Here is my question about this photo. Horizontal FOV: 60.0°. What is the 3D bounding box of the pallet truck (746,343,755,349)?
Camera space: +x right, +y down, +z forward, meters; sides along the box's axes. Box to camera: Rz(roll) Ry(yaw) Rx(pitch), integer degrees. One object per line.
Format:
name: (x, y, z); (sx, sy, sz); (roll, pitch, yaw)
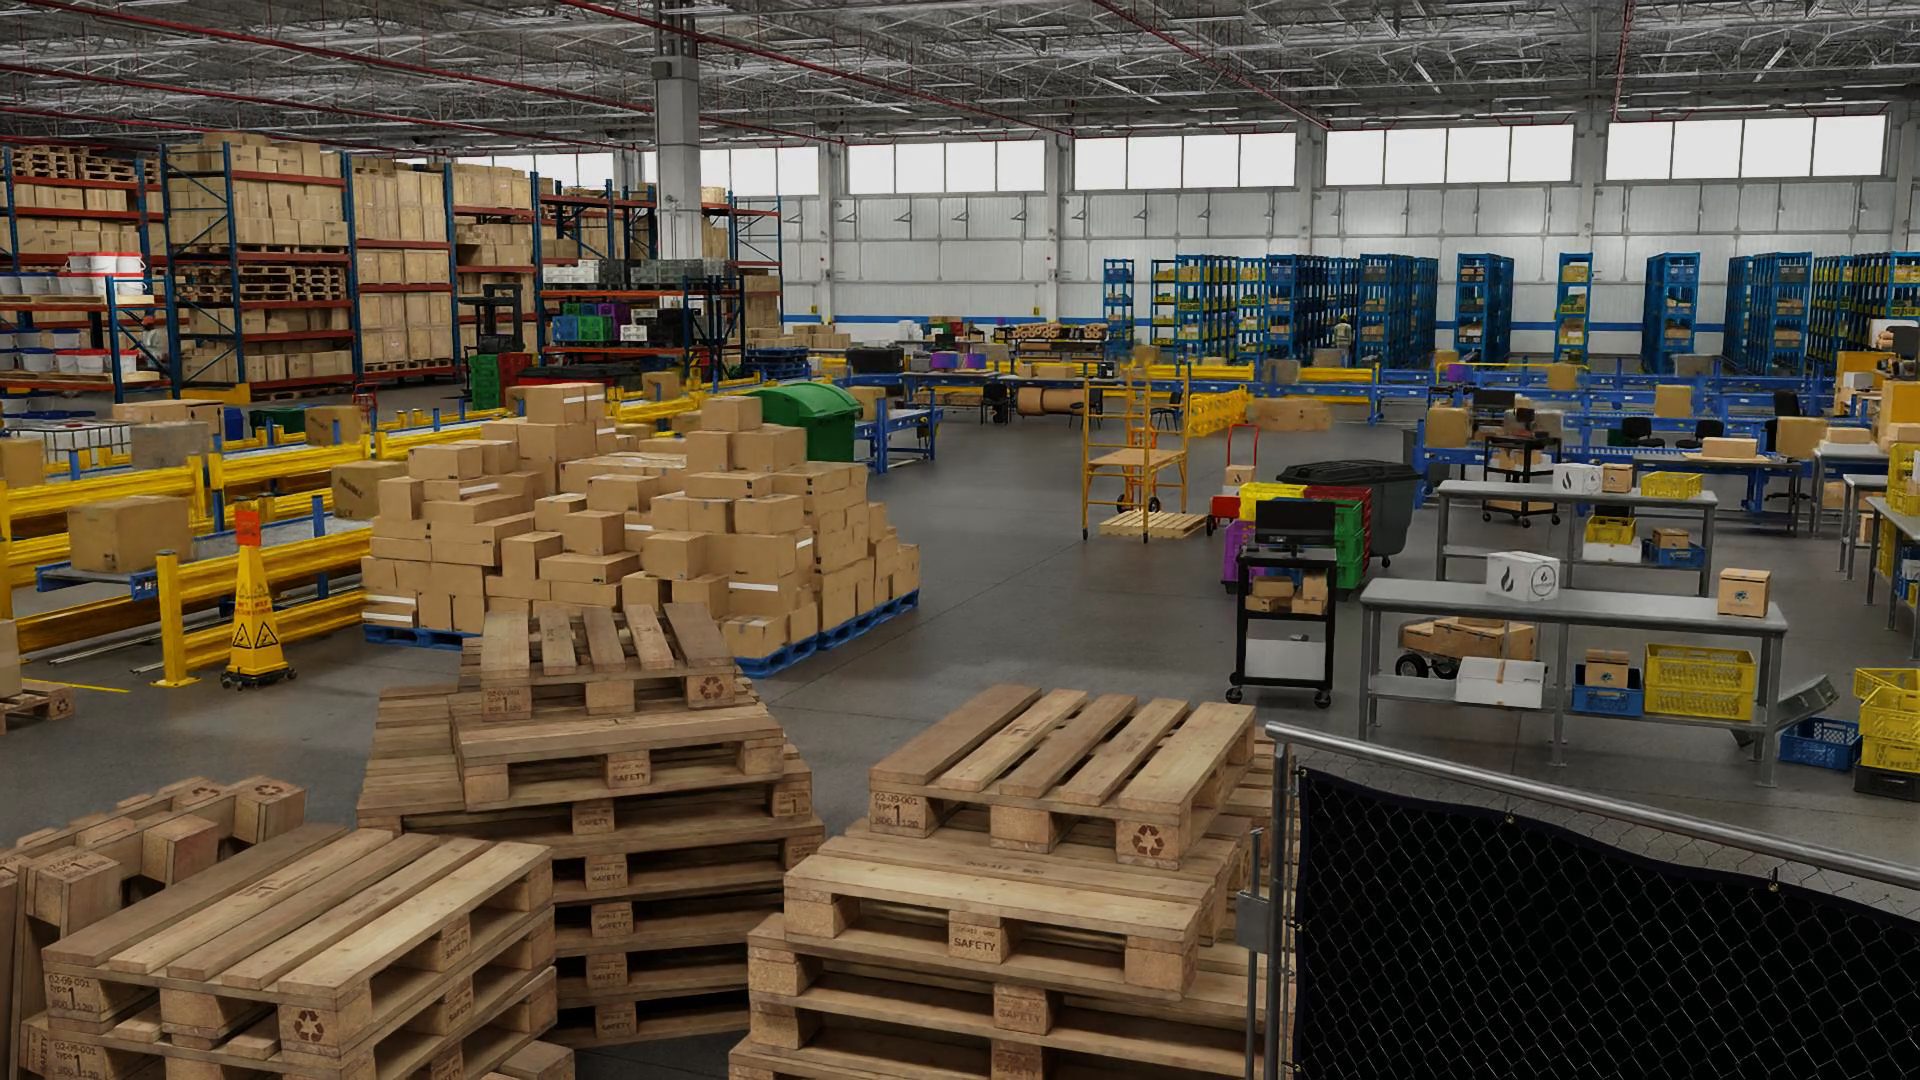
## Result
pallet truck: (-6.183, -4.618, 44.264); (1.601, 1.201, 0.680); (-9, 12, -43)

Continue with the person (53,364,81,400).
person: (-21.895, -4.244, 40.784); (0.509, 1.588, 0.830); (3, 9, 18)

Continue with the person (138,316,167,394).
person: (-20.734, -4.757, 42.716); (0.619, 2.013, 0.992); (4, 10, 22)

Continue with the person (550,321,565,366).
person: (-10.731, -4.925, 44.315); (0.404, 1.827, 0.586); (-2, 9, -10)

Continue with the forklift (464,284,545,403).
forklift: (-10.832, -4.702, 39.610); (1.129, 2.768, 1.873); (3, 10, 20)

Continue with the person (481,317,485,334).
person: (-12.841, -5.079, 45.002); (0.582, 1.909, 0.822); (4, 10, 22)

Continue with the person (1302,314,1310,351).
person: (12.365, -7.346, 59.464); (0.373, 1.840, 0.571); (2, 9, 10)

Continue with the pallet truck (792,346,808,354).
pallet truck: (-3.705, -4.298, 42.022); (0.653, 1.274, 1.630); (3, 10, 20)

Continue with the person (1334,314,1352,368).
person: (11.973, -6.142, 51.932); (0.592, 1.834, 0.404); (8, 12, 41)

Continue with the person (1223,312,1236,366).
person: (8.307, -6.129, 51.604); (0.878, 1.921, 0.612); (-2, 9, -12)
